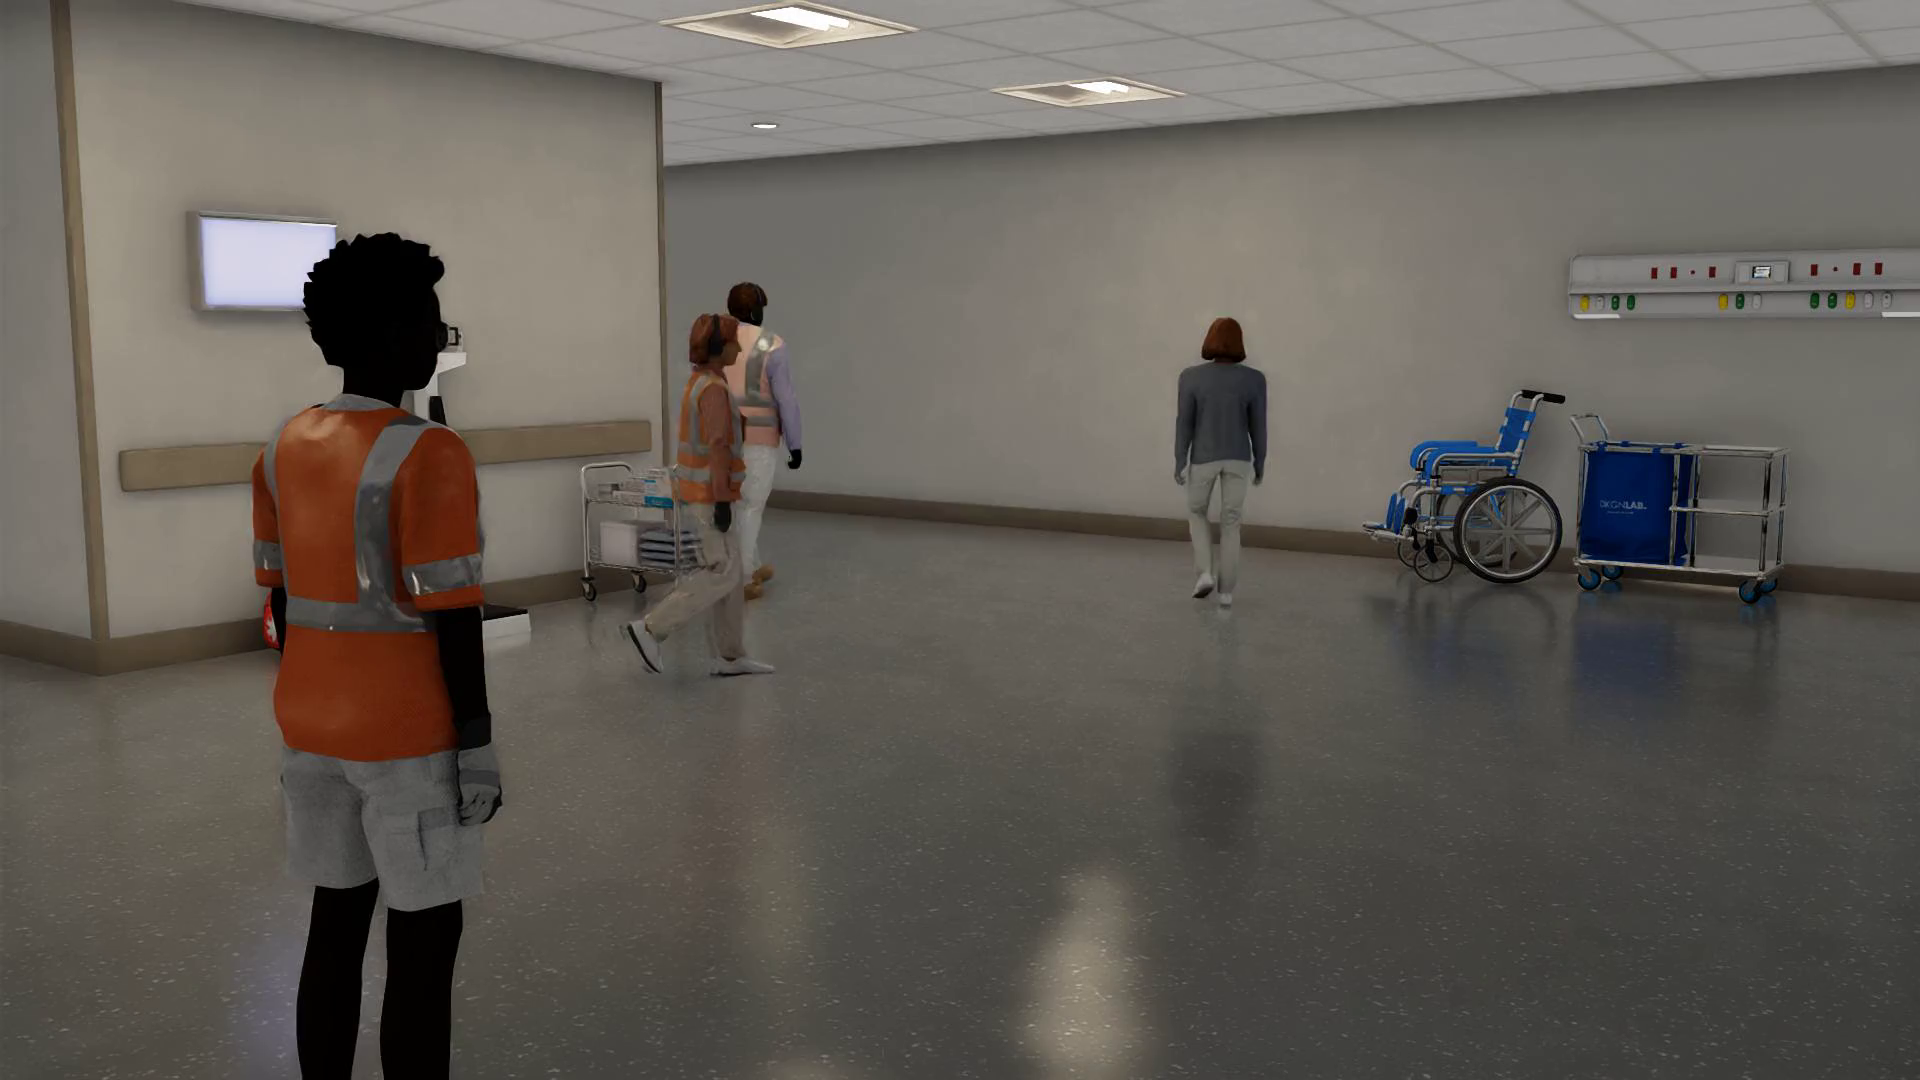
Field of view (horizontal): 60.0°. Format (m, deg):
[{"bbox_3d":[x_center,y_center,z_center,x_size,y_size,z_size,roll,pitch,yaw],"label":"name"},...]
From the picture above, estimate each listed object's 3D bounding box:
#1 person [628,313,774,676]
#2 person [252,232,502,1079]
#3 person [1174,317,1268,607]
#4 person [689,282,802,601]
[{"bbox_3d":[-1.136,-0.183,7.276,0.566,1.618,0.528,-2,7,-14],"label":"person"},{"bbox_3d":[-0.981,0.331,2.862,0.542,1.695,0.316,5,9,35],"label":"person"},{"bbox_3d":[1.457,-0.431,9.302,0.520,1.617,0.370,0,7,3],"label":"person"},{"bbox_3d":[-1.182,-0.577,9.691,0.644,1.811,0.825,3,8,25],"label":"person"}]
